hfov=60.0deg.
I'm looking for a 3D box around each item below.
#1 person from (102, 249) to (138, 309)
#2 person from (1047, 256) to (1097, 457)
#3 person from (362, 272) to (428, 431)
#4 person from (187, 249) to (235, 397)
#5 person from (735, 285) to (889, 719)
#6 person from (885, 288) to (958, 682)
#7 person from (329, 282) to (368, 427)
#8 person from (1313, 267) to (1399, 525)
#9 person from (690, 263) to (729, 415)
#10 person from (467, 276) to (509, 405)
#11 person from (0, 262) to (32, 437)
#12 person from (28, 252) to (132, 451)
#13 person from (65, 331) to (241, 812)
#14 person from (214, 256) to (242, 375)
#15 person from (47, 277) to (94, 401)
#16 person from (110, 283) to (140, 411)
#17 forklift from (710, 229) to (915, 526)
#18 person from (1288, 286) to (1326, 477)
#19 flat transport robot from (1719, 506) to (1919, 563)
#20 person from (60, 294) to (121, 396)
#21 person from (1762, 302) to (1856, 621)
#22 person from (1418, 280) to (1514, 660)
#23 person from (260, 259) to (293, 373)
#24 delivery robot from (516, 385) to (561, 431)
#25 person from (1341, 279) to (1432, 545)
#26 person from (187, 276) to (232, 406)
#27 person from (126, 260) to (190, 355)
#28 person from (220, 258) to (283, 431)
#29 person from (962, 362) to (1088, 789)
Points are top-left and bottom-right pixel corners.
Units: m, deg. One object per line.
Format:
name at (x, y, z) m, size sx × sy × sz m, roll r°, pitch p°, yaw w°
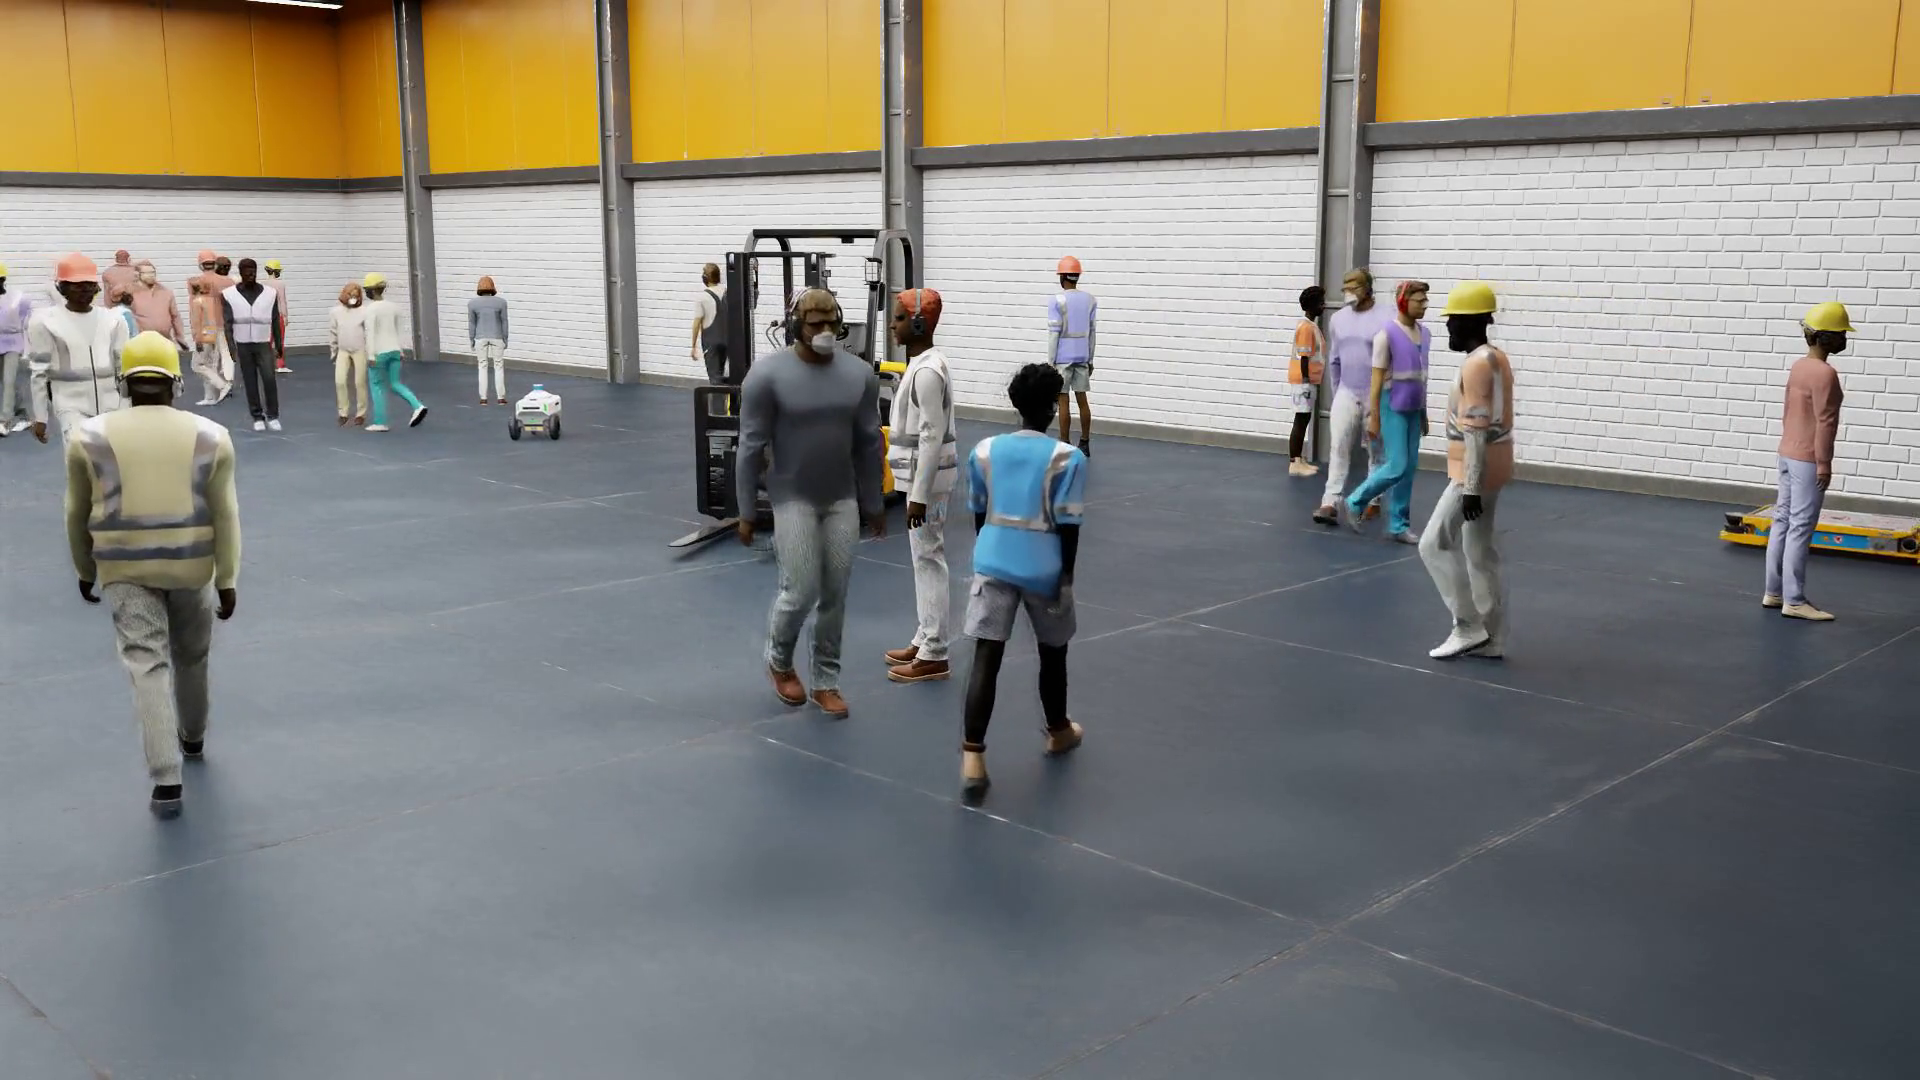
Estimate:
person at (-13.596, -3.778, 27.140) m, size 0.641 × 1.903 × 0.402 m, roll -4°, pitch 11°, yaw -19°
person at (1.042, -1.750, 15.968) m, size 0.551 × 1.934 × 0.373 m, roll -6°, pitch 12°, yaw -31°
person at (-6.181, -2.036, 18.070) m, size 0.639 × 1.736 × 0.566 m, roll 4°, pitch 11°, yaw 21°
person at (-9.869, -2.872, 22.057) m, size 0.614 × 1.958 × 0.971 m, roll -5°, pitch 12°, yaw -27°
person at (-0.649, -0.153, 7.311) m, size 0.668 × 1.919 × 0.436 m, roll -6°, pitch 12°, yaw -32°
person at (-0.190, -0.261, 8.002) m, size 0.356 × 1.883 × 0.573 m, roll 0°, pitch 10°, yaw -2°
person at (-6.797, -2.058, 18.527) m, size 0.539 × 1.604 × 0.593 m, roll 0°, pitch 10°, yaw 0°
person at (2.900, -1.041, 12.217) m, size 0.617 × 1.885 × 0.965 m, roll 8°, pitch 13°, yaw 39°
person at (-2.803, -2.182, 18.646) m, size 0.549 × 1.816 × 0.791 m, roll -9°, pitch 13°, yaw -39°
person at (-5.953, -2.516, 21.023) m, size 0.495 × 1.624 × 0.308 m, roll -2°, pitch 11°, yaw -10°
person at (-10.222, -2.044, 17.773) m, size 0.603 × 1.866 × 1.031 m, roll -1°, pitch 10°, yaw -3°
person at (-5.599, -0.843, 10.814) m, size 0.924 × 2.009 × 0.636 m, roll 8°, pitch 13°, yaw 37°
person at (-3.082, 0.094, 6.387) m, size 0.585 × 1.775 × 0.979 m, roll -6°, pitch 12°, yaw -30°
person at (-11.303, -3.422, 25.442) m, size 0.683 × 1.809 × 0.486 m, roll -3°, pitch 11°, yaw -16°
person at (-11.251, -2.661, 21.088) m, size 0.643 × 1.881 × 0.764 m, roll 1°, pitch 10°, yaw 7°
person at (-8.942, -1.923, 17.790) m, size 0.319 × 1.634 × 0.549 m, roll -9°, pitch 14°, yaw -40°
forklift at (-1.050, -1.319, 12.920) m, size 1.214 × 2.155 × 2.313 m, roll 2°, pitch 11°, yaw 13°
person at (3.084, -1.408, 14.789) m, size 0.321 × 1.690 × 0.529 m, roll 4°, pitch 11°, yaw 20°
flat transport robot at (5.995, -0.052, 11.255) m, size 1.431 × 0.197 × 0.652 m, roll 9°, pitch 14°, yaw 40°
person at (-7.213, -1.291, 13.765) m, size 0.528 × 1.839 × 0.642 m, roll -9°, pitch 14°, yaw -41°
person at (4.763, -0.444, 9.312) m, size 0.331 × 1.768 × 0.526 m, roll 1°, pitch 10°, yaw 7°
person at (2.544, -0.331, 8.310) m, size 0.499 × 1.906 × 0.609 m, roll 5°, pitch 11°, yaw 25°
person at (-10.653, -3.477, 25.885) m, size 0.522 × 1.759 × 0.349 m, roll 5°, pitch 12°, yaw 26°
delivery robot at (-4.450, -1.399, 17.573) m, size 0.477 × 0.478 × 0.707 m, roll 0°, pitch 10°, yaw -1°
person at (2.998, -0.879, 11.498) m, size 0.564 × 1.834 × 0.501 m, roll -10°, pitch 14°, yaw -43°
person at (-9.402, -2.475, 20.765) m, size 0.411 × 1.623 × 0.534 m, roll -1°, pitch 10°, yaw -8°
person at (-9.276, -2.277, 19.066) m, size 0.986 × 1.863 × 0.650 m, roll 7°, pitch 12°, yaw 32°
person at (-7.684, -2.114, 18.113) m, size 0.601 × 1.888 × 0.654 m, roll -5°, pitch 12°, yaw -25°
person at (0.237, 0.133, 6.515) m, size 0.538 × 1.643 × 0.910 m, roll 5°, pitch 11°, yaw 25°
